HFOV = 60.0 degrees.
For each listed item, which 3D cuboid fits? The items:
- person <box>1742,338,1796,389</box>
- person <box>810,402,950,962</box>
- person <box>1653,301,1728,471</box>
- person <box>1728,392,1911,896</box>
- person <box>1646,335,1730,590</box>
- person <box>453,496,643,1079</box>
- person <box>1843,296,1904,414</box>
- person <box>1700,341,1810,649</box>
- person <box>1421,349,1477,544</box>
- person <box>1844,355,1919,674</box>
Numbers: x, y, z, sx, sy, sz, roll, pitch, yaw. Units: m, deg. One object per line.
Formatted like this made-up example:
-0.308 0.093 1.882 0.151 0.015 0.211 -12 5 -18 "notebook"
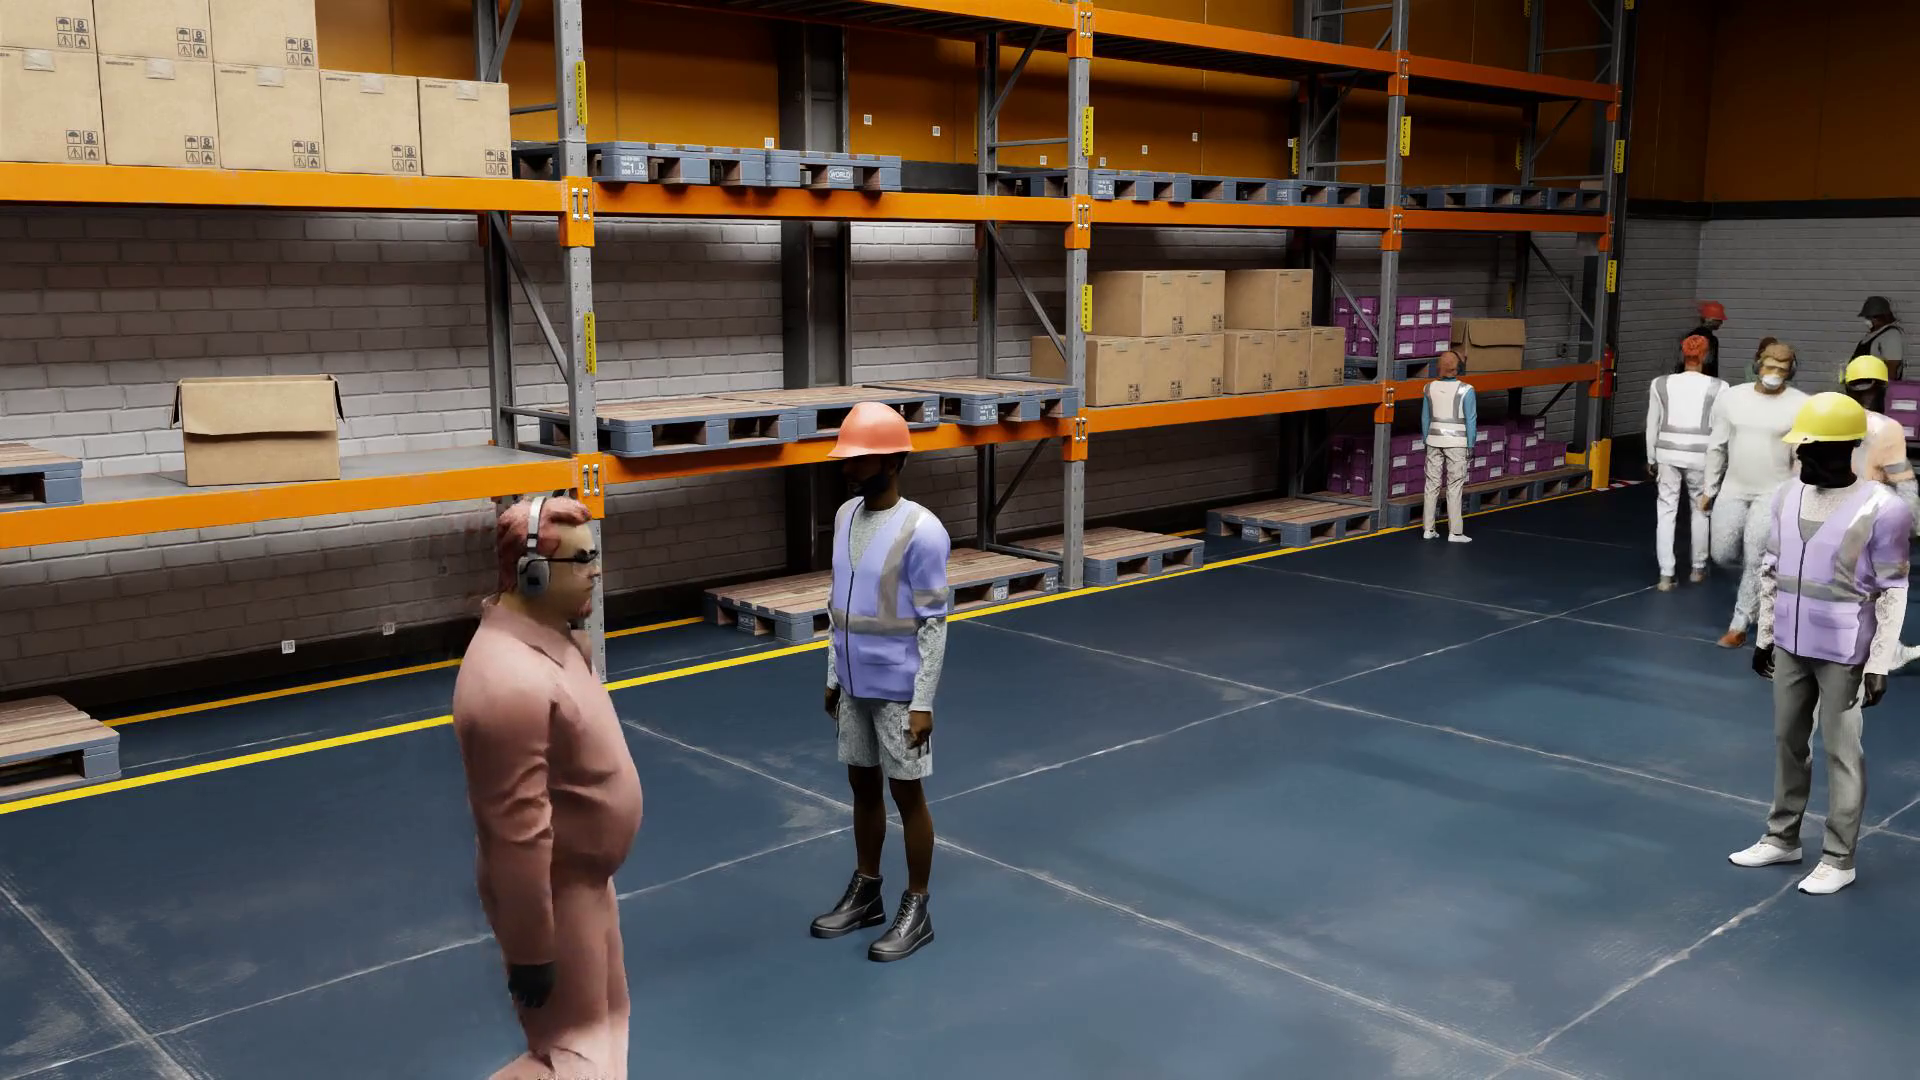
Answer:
8.203 -1.250 16.940 0.516 1.597 0.736 7 12 35 "person"
-0.286 0.488 5.780 0.361 1.939 0.542 -9 13 -44 "person"
8.254 -1.711 18.686 1.031 1.938 0.644 0 10 1 "person"
3.292 0.393 6.377 0.377 1.922 0.594 -4 10 -22 "person"
5.387 -0.590 12.327 0.588 1.845 0.887 6 12 33 "person"
-1.016 0.827 3.950 0.676 1.885 0.655 -1 10 -8 "person"
9.710 -1.604 17.729 0.540 2.000 0.707 2 10 12 "person"
4.971 -0.280 10.337 0.665 1.919 0.538 9 13 44 "person"
4.145 -0.791 14.131 0.308 1.645 0.514 -9 13 -41 "person"
5.145 -0.103 9.443 1.011 1.856 0.622 -1 10 -8 "person"
